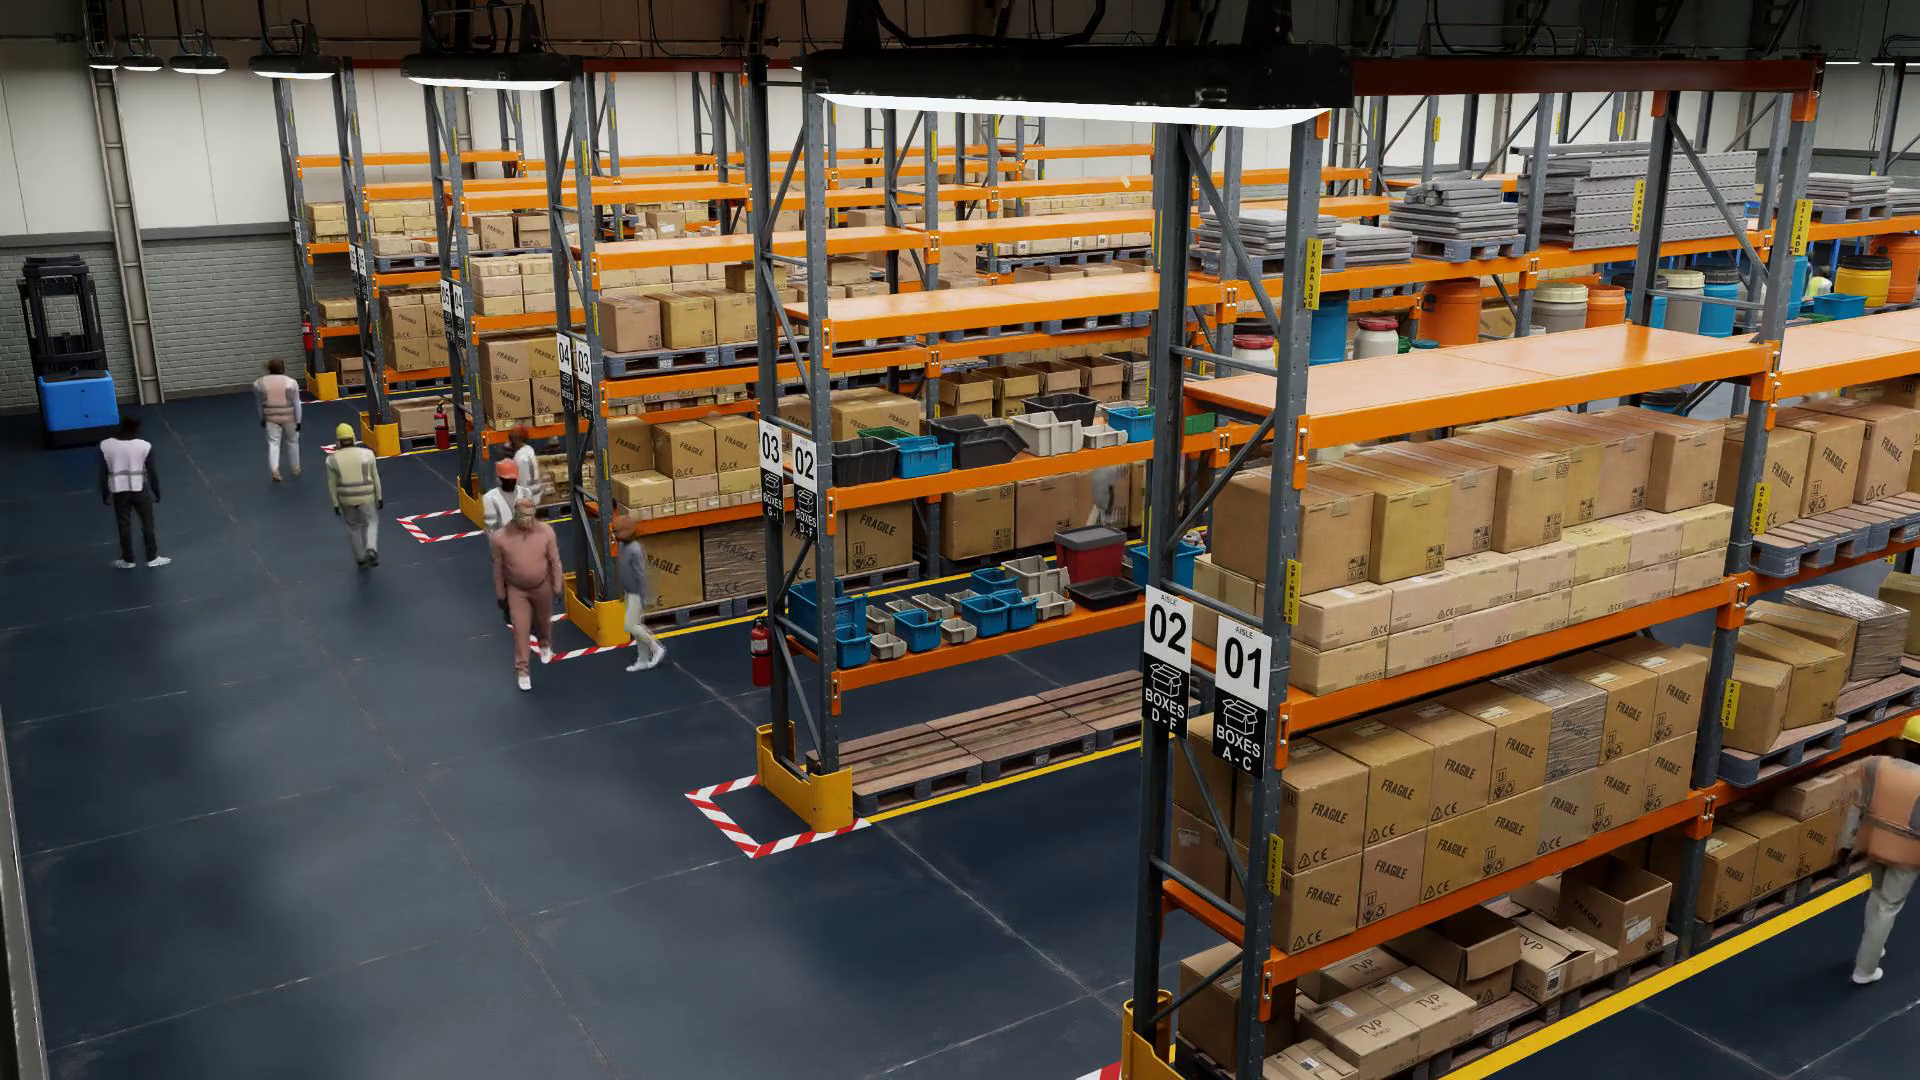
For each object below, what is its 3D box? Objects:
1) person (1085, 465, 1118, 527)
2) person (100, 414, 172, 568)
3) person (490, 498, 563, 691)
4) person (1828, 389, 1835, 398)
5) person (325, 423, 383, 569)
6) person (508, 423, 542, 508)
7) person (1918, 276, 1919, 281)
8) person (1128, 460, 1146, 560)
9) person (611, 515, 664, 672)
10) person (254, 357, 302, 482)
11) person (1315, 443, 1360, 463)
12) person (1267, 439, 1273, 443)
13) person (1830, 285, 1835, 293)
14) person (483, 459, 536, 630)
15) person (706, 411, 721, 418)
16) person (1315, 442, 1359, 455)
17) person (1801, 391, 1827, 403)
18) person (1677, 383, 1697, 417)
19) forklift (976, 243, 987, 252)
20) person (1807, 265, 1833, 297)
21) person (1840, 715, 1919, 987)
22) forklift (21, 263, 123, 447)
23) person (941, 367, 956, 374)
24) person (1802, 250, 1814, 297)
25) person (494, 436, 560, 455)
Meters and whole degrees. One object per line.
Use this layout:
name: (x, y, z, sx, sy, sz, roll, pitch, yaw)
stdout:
person: (1.675, -0.363, 18.488, 0.416, 1.851, 0.512, -8, 19, -25)
person: (-10.074, -0.578, 19.130, 0.690, 1.884, 0.385, -5, 18, -15)
person: (-4.314, 0.471, 15.769, 0.664, 1.864, 0.944, -7, 18, -22)
person: (12.669, -1.700, 22.867, 0.540, 1.847, 0.649, -3, 17, -11)
person: (-7.281, -0.506, 19.007, 0.605, 1.810, 0.530, -5, 18, -17)
person: (-5.167, -0.478, 18.839, 0.473, 1.873, 0.617, -2, 17, -7)
person: (19.732, -4.599, 32.616, 0.317, 1.695, 0.540, 1, 17, 2)
person: (2.414, -0.645, 19.322, 0.837, 1.891, 0.567, -15, 22, -40)
person: (-3.292, 0.541, 15.895, 0.357, 1.611, 0.534, -10, 19, -29)
person: (-9.975, -1.775, 23.155, 0.621, 1.820, 0.841, -4, 17, -14)
person: (4.517, -0.558, 18.891, 0.537, 1.978, 0.620, -13, 22, -37)
person: (5.022, -2.320, 24.738, 0.356, 1.938, 0.543, -14, 22, -38)
person: (16.393, -3.834, 29.659, 0.374, 1.963, 0.607, -5, 18, -16)
person: (-4.818, 0.052, 17.033, 0.550, 1.884, 0.989, -10, 20, -30)
person: (-3.164, -0.878, 20.522, 0.269, 1.632, 0.509, -8, 19, -25)
person: (4.675, -0.832, 19.874, 0.515, 1.925, 0.654, -14, 22, -38)
person: (15.304, -3.267, 27.916, 0.619, 1.898, 1.008, -2, 17, -7)
person: (10.787, -2.004, 23.715, 0.588, 1.930, 0.361, -11, 20, -32)
forklift: (0.988, -5.474, 34.718, 1.214, 2.155, 2.313, -10, 20, -31)
person: (18.165, -4.920, 33.494, 0.894, 1.812, 0.638, -2, 17, -7)
person: (6.266, 2.041, 10.477, 0.699, 1.902, 0.609, -10, 20, -29)
forklift: (-14.518, -3.079, 25.708, 1.129, 2.768, 1.873, -10, 20, -31)
person: (-0.289, -1.444, 21.907, 0.868, 1.919, 0.615, -16, 23, -42)
person: (19.206, -5.753, 36.221, 0.759, 1.815, 0.639, 1, 17, 2)
person: (-6.807, -2.302, 24.664, 1.042, 1.936, 0.633, -5, 18, -15)
